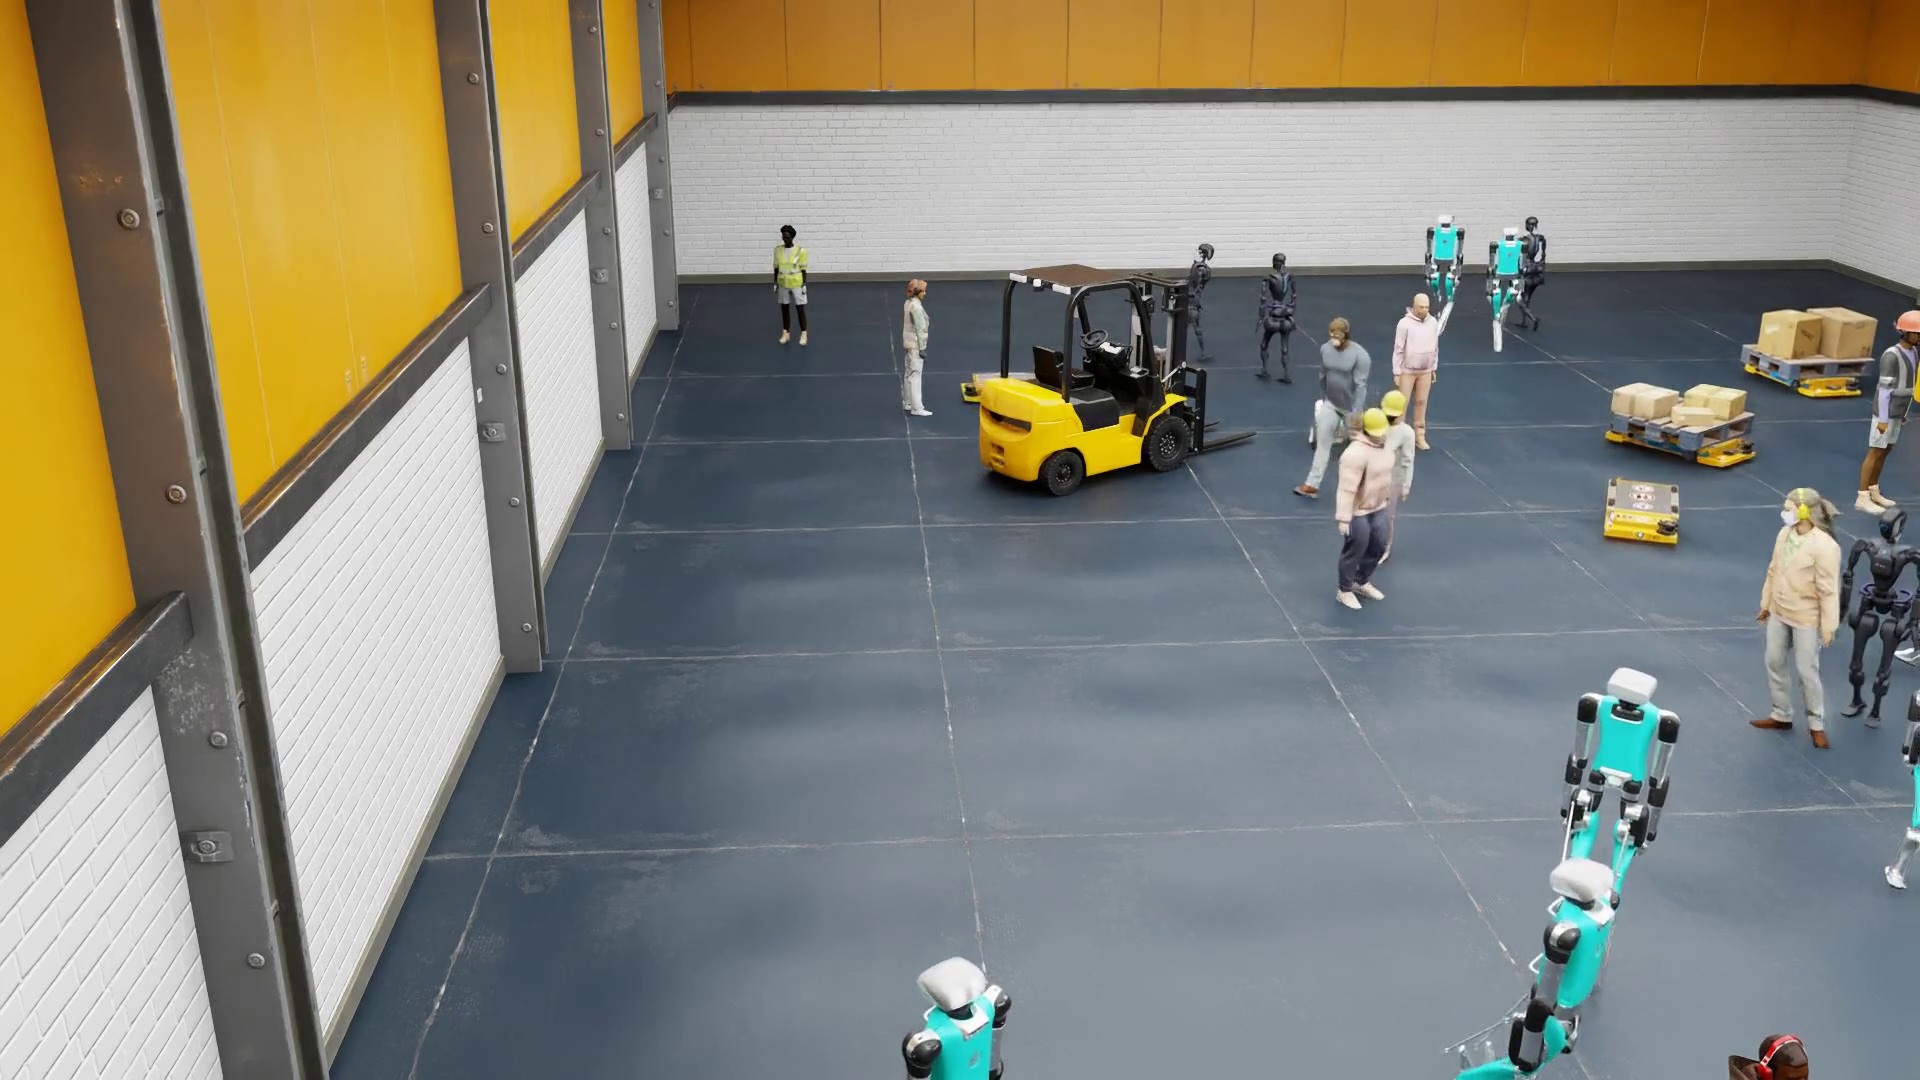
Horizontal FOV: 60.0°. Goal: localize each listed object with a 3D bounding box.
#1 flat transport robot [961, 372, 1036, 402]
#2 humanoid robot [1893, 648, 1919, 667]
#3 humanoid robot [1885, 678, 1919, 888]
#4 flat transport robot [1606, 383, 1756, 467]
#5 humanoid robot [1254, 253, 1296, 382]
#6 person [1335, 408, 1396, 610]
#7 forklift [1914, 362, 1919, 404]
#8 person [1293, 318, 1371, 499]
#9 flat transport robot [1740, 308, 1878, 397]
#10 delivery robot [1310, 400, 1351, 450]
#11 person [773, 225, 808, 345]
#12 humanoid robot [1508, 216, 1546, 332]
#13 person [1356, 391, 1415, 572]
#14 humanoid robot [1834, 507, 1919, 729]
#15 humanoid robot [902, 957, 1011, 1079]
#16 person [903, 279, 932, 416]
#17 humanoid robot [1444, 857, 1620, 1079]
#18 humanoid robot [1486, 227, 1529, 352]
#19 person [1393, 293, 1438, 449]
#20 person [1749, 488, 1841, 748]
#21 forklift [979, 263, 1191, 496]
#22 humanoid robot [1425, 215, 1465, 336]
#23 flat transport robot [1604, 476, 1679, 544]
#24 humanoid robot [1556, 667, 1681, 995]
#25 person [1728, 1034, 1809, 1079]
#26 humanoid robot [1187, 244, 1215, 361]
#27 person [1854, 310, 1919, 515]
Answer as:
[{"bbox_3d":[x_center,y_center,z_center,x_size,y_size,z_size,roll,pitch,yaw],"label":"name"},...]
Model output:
[{"bbox_3d":[0.748,-1.907,20.823,1.431,0.231,0.659,-1,20,-3],"label":"flat transport robot"},{"bbox_3d":[7.823,0.263,12.792,1.026,1.728,0.558,4,21,12],"label":"humanoid robot"},{"bbox_3d":[5.823,1.369,9.816,0.532,1.807,0.792,13,24,32],"label":"humanoid robot"},{"bbox_3d":[8.085,-1.115,18.665,0.659,0.231,1.431,-14,25,-34],"label":"flat transport robot"},{"bbox_3d":[4.092,-2.869,21.420,0.586,1.635,0.639,-10,22,-24],"label":"humanoid robot"},{"bbox_3d":[3.431,-0.267,14.095,0.829,1.826,0.496,-14,24,-34],"label":"person"},{"bbox_3d":[12.602,-2.435,19.475,2.313,2.155,1.214,-1,20,-4],"label":"forklift"},{"bbox_3d":[3.898,-1.347,16.974,1.029,1.872,0.699,-17,26,-39],"label":"person"},{"bbox_3d":[10.820,-2.101,21.352,0.659,0.231,1.431,-3,20,-9],"label":"flat transport robot"},{"bbox_3d":[4.221,-1.346,18.863,0.499,0.583,0.768,2,20,6],"label":"delivery robot"},{"bbox_3d":[-2.376,-3.574,23.298,0.529,1.690,0.319,7,21,19],"label":"person"},{"bbox_3d":[8.320,-3.852,24.103,0.608,1.627,0.629,-8,22,-21],"label":"humanoid robot"},{"bbox_3d":[3.793,-0.523,14.932,0.544,1.715,0.772,14,24,33],"label":"person"},{"bbox_3d":[6.695,0.545,12.101,0.345,1.644,0.609,-18,26,-39],"label":"humanoid robot"},{"bbox_3d":[-0.217,2.438,6.955,1.046,1.777,0.535,18,27,41],"label":"humanoid robot"},{"bbox_3d":[-0.531,-2.311,19.931,0.310,1.639,0.513,-6,21,-16],"label":"person"},{"bbox_3d":[2.507,2.185,7.548,0.706,1.787,0.546,18,27,40],"label":"humanoid robot"},{"bbox_3d":[7.543,-3.509,23.146,0.542,1.772,1.059,3,20,8],"label":"humanoid robot"},{"bbox_3d":[5.070,-1.888,18.588,0.538,1.776,0.409,-4,21,-12],"label":"person"},{"bbox_3d":[6.038,0.543,11.873,0.397,1.845,0.719,-6,21,-16],"label":"person"},{"bbox_3d":[1.315,-1.764,17.646,2.313,2.155,1.214,-14,24,-33],"label":"forklift"},{"bbox_3d":[7.009,-3.862,24.076,0.554,1.795,0.943,7,21,19],"label":"humanoid robot"},{"bbox_3d":[6.743,-0.301,16.447,0.659,0.231,1.431,8,22,20],"label":"flat transport robot"},{"bbox_3d":[3.508,1.672,9.098,0.541,1.907,0.714,12,23,29],"label":"humanoid robot"},{"bbox_3d":[3.072,2.616,6.488,0.458,1.651,0.333,-10,22,-25],"label":"person"},{"bbox_3d":[3.085,-3.167,22.292,0.746,1.612,0.604,2,20,6],"label":"humanoid robot"},{"bbox_3d":[9.278,-1.273,16.523,0.604,2.045,0.382,-18,27,-40],"label":"person"}]
